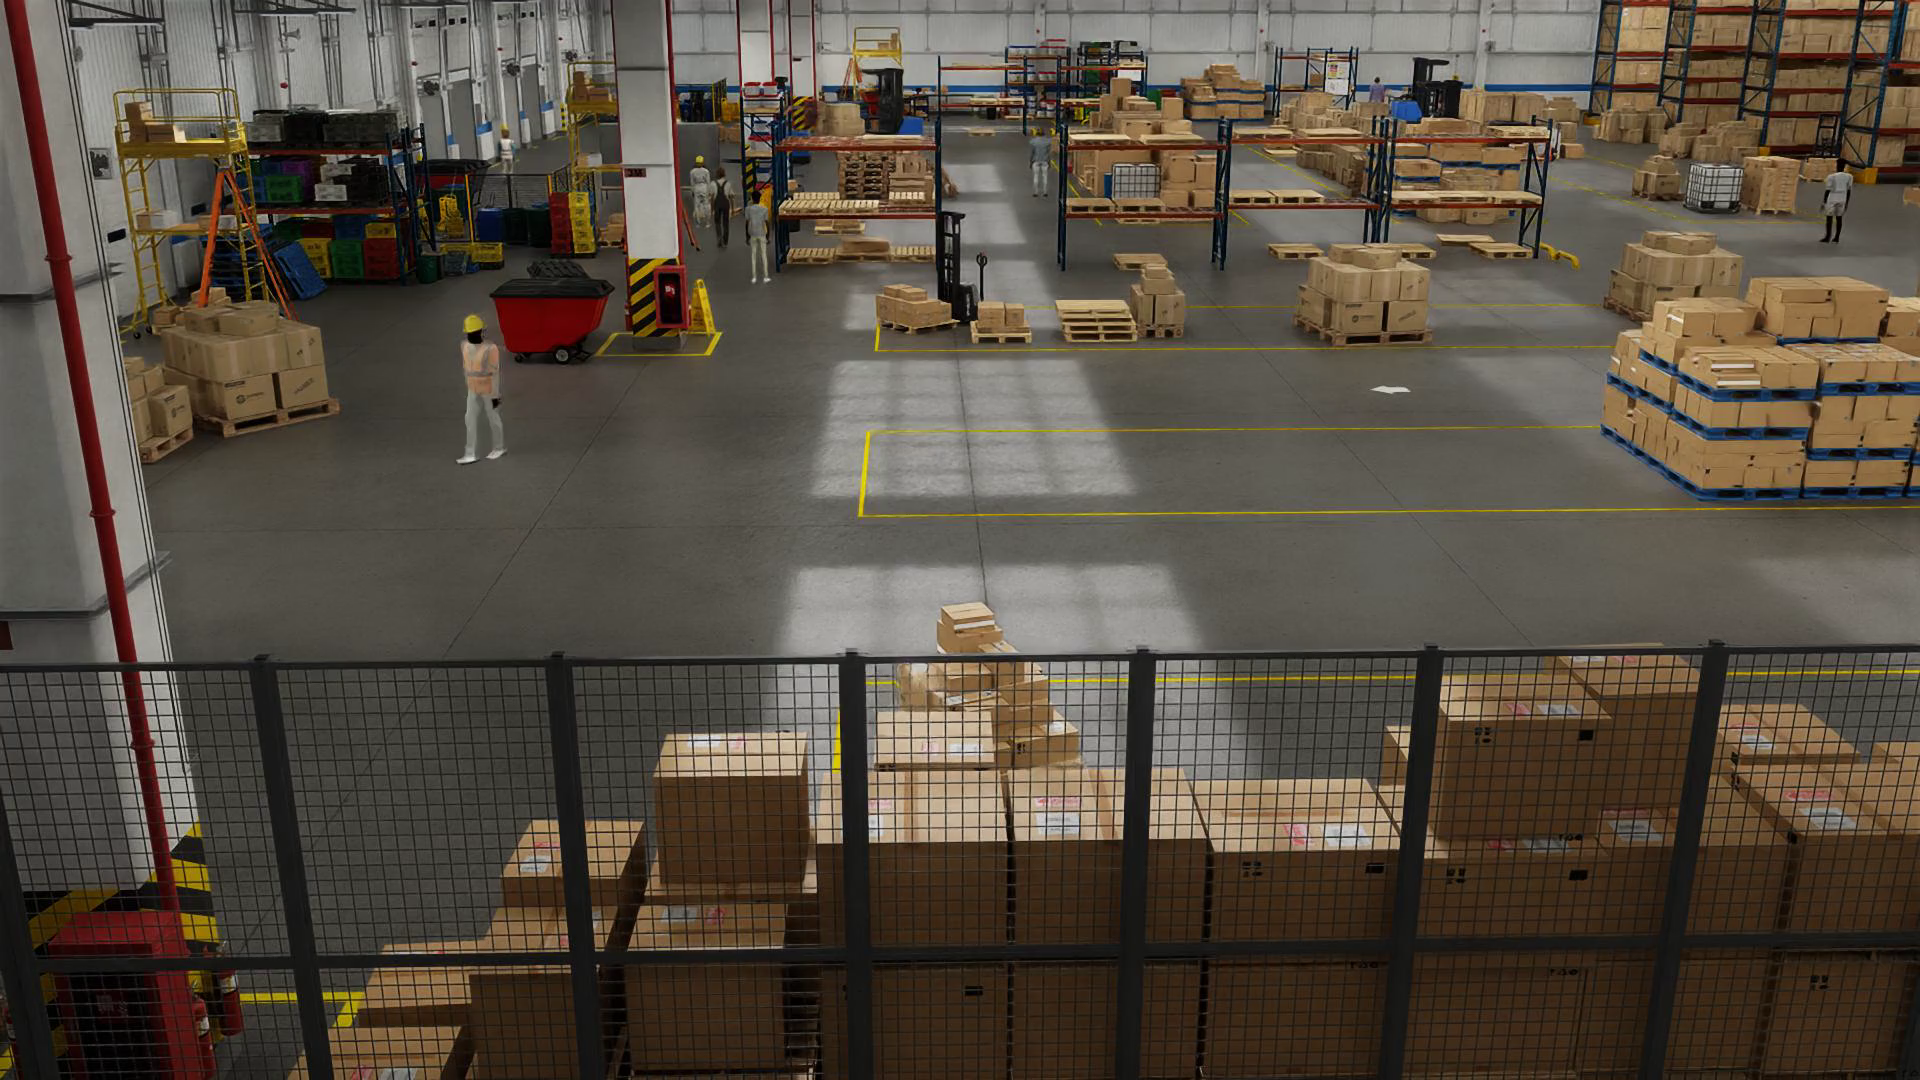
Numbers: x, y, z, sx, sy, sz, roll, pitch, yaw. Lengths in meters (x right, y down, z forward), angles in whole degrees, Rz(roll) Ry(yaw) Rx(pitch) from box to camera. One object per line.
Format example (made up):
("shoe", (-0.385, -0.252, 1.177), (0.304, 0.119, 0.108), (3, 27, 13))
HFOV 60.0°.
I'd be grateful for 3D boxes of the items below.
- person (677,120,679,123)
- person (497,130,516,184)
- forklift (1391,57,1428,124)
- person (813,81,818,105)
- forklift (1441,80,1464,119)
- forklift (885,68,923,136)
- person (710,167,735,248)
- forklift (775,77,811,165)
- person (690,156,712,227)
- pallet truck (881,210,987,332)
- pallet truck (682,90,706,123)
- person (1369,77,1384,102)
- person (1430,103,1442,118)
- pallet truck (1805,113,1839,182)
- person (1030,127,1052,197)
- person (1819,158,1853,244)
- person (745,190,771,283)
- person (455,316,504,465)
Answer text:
("person", (-9.260, -13.005, 54.036), (0.388, 1.854, 0.784), (-1, 19, -4))
("person", (-13.554, -11.439, 49.745), (0.527, 1.620, 0.605), (-3, 19, -8))
("forklift", (18.927, -18.497, 68.744), (1.873, 2.768, 1.129), (-1, 19, -1))
("person", (-6.163, -18.093, 69.071), (0.570, 1.889, 0.554), (-17, 25, -40))
("forklift", (15.644, -13.239, 53.146), (1.873, 2.768, 1.129), (-1, 19, -1))
("forklift", (-2.366, -15.689, 60.415), (1.873, 2.768, 1.129), (-10, 21, -27))
("person", (-5.426, -7.601, 38.043), (0.545, 1.824, 0.531), (-3, 19, -8))
("forklift", (-5.920, -13.893, 55.085), (1.873, 2.768, 1.129), (-1, 19, -1))
("person", (-6.428, -8.648, 41.278), (0.488, 1.744, 0.295), (-1, 19, -2))
("pallet truck", (-0.493, -4.759, 29.349), (1.885, 1.965, 0.823), (-13, 23, -34))
("pallet truck", (-9.671, -15.907, 62.421), (0.823, 1.965, 1.885), (5, 19, 15))
("person", (17.794, -18.821, 71.157), (0.631, 1.939, 0.370), (-1, 19, -2))
("person", (15.823, -13.451, 55.138), (0.614, 1.994, 0.381), (-1, 19, -2))
("pallet truck", (26.403, -11.957, 50.702), (0.823, 1.965, 1.885), (6, 19, 16))
("person", (2.267, -10.640, 46.888), (0.631, 1.939, 0.370), (-1, 19, -2))
("person", (20.365, -7.877, 38.689), (0.632, 1.956, 0.436), (0, 19, 1))
("person", (-4.086, -6.138, 33.637), (0.520, 1.871, 0.326), (-1, 19, -2))
("person", (-6.094, -1.879, 20.958), (0.619, 1.889, 0.871), (8, 20, 22))
